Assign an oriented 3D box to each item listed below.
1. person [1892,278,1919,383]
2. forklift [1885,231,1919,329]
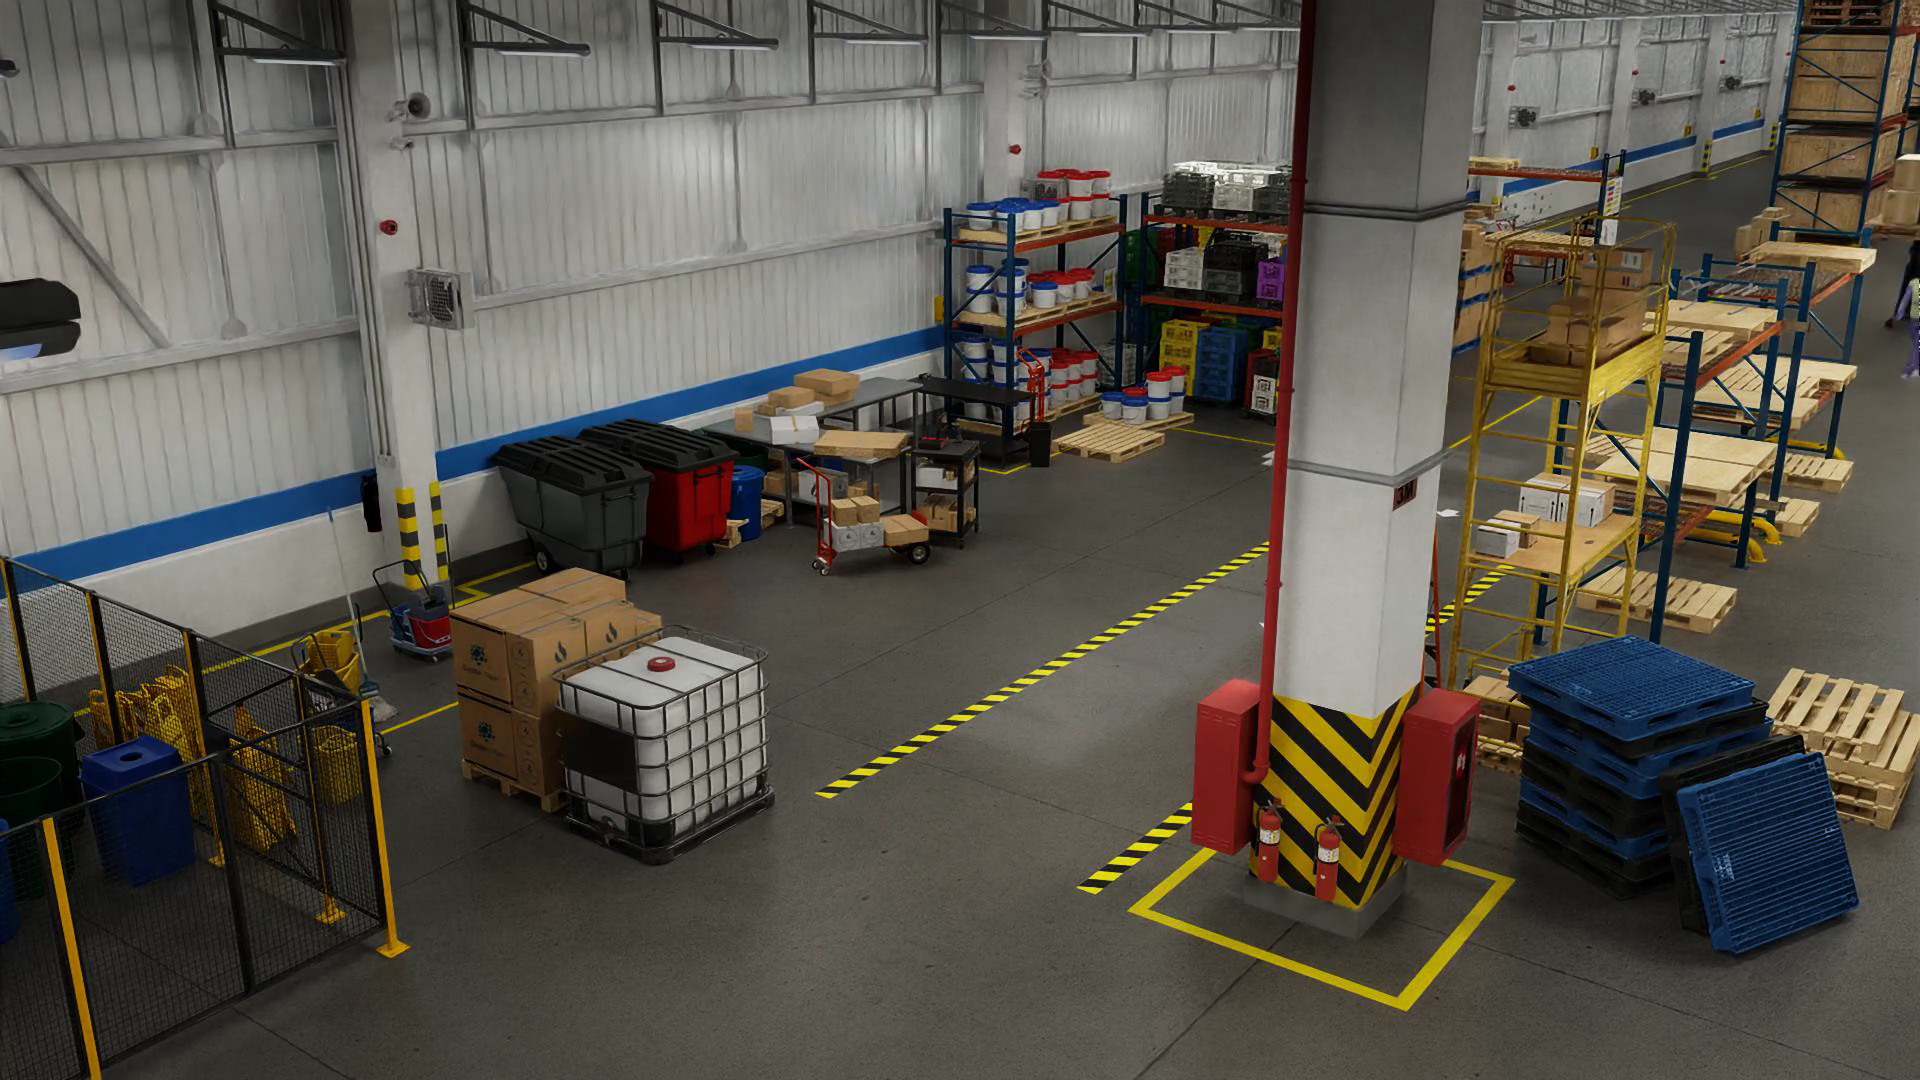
[{"bbox_3d":[14.723,-3.348,25.479,0.977,1.851,0.614,-13,22,-35],"label":"person"},{"bbox_3d":[17.455,-5.212,29.572,1.129,2.768,1.873,13,22,34],"label":"forklift"}]
